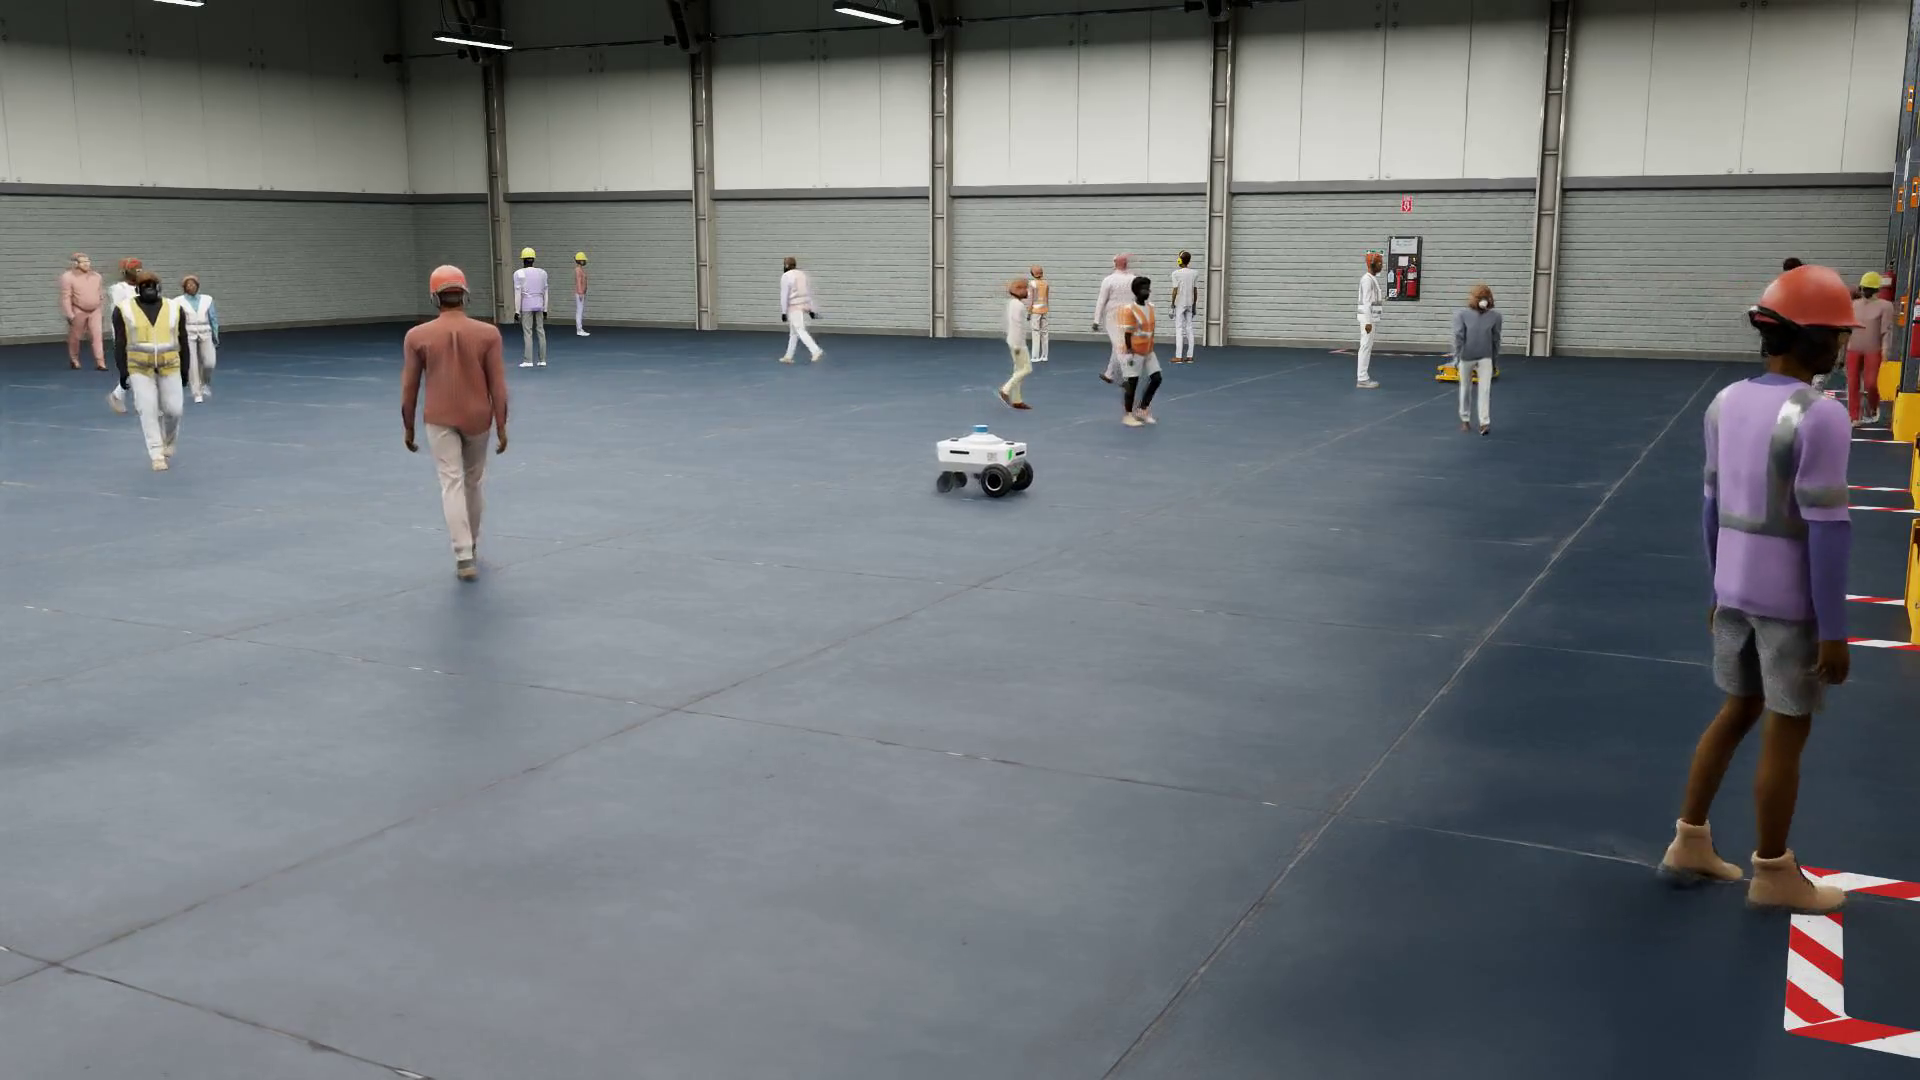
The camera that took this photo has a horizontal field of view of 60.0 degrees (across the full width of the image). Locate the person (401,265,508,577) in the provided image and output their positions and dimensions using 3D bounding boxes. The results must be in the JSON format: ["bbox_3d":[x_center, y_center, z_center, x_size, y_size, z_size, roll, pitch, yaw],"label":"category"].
[{"bbox_3d":[-3.216,-0.763,10.578,0.632,1.933,1.088,-4,11,-22],"label":"person"}]

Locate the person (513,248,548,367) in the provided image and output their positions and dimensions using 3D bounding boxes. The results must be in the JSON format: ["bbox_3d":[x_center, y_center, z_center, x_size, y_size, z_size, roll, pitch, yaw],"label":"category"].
[{"bbox_3d":[-6.949,-3.757,26.930,0.588,1.927,0.370,-10,14,-42],"label":"person"}]

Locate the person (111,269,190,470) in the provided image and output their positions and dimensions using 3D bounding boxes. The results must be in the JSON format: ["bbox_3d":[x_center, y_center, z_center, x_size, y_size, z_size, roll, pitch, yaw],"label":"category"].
[{"bbox_3d":[-7.394,-1.562,15.239,0.631,1.827,0.553,-7,12,-33],"label":"person"}]

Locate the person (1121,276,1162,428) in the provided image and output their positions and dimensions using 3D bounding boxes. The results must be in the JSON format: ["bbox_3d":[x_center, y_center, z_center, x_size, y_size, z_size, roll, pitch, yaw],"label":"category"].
[{"bbox_3d":[2.016,-2.074,18.417,0.547,1.678,0.437,-9,14,-42],"label":"person"}]

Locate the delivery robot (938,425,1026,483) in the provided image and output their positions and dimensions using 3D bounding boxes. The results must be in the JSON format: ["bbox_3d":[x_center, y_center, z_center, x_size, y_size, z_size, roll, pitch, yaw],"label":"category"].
[{"bbox_3d":[0.179,-0.709,13.800,0.707,0.478,0.477,5,12,26],"label":"delivery robot"}]

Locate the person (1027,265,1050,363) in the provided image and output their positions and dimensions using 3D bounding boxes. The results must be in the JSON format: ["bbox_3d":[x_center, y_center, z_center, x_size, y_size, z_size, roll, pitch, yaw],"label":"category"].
[{"bbox_3d":[1.303,-3.791,27.906,0.513,1.638,0.313,-10,15,-44],"label":"person"}]

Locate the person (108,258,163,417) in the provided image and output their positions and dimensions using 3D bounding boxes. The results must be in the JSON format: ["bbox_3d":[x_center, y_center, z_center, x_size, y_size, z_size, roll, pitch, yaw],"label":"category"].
[{"bbox_3d":[-9.676,-2.356,19.445,0.488,1.871,0.607,1,10,6],"label":"person"}]

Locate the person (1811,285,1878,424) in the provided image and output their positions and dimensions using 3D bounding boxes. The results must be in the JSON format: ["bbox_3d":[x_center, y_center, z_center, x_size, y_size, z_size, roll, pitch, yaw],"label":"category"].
[{"bbox_3d":[10.015,-2.109,18.914,0.782,1.574,0.538,2,11,12],"label":"person"}]

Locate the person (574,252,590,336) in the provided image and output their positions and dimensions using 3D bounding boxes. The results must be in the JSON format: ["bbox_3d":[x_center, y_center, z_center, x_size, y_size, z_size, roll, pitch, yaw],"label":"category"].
[{"bbox_3d":[-8.053,-5.232,35.415,0.310,1.768,0.533,-1,10,-8],"label":"person"}]

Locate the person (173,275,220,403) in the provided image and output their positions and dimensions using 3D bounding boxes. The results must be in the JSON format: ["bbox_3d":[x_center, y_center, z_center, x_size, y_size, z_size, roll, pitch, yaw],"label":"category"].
[{"bbox_3d":[-9.759,-2.569,21.264,0.542,1.624,0.405,-8,13,-36],"label":"person"}]

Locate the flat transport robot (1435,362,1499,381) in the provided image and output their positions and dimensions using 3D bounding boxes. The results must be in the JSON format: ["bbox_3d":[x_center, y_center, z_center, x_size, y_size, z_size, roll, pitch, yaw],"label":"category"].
[{"bbox_3d":[7.513,-2.500,24.596,0.652,0.197,1.431,5,12,27],"label":"flat transport robot"}]

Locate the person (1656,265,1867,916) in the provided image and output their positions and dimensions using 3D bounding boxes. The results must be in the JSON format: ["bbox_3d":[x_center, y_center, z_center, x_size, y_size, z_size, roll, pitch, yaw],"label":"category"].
[{"bbox_3d":[2.576,0.169,5.230,0.399,2.048,0.608,-2,11,-8],"label":"person"}]

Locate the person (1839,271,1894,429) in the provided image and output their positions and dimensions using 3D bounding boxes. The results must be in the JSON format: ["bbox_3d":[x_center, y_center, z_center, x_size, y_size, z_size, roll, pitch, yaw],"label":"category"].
[{"bbox_3d":[9.992,-2.096,18.359,0.476,1.738,0.543,-10,14,-43],"label":"person"}]

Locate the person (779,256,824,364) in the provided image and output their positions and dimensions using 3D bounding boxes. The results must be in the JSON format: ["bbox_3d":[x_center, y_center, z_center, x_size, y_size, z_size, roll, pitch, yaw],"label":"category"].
[{"bbox_3d":[-2.645,-3.821,27.682,0.954,1.795,0.651,6,12,29],"label":"person"}]

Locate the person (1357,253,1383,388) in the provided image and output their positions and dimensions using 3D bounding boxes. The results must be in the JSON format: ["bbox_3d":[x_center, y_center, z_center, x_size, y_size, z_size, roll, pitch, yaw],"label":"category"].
[{"bbox_3d":[5.761,-3.086,23.382,0.340,1.883,0.586,3,11,17],"label":"person"}]

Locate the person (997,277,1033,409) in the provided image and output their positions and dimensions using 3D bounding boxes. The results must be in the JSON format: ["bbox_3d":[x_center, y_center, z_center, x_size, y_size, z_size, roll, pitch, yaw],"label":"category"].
[{"bbox_3d":[0.709,-2.395,20.340,0.382,1.623,0.503,-1,10,-7],"label":"person"}]

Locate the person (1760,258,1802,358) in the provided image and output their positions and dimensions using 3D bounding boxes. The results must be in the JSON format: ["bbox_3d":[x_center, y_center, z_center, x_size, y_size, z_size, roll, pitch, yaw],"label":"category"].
[{"bbox_3d":[9.417,-2.258,18.920,0.610,1.862,1.003,-1,10,-4],"label":"person"}]

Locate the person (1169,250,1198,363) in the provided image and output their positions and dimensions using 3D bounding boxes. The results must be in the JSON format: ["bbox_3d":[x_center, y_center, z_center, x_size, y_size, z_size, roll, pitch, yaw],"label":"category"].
[{"bbox_3d":[3.733,-3.896,27.831,0.521,1.876,0.325,-5,12,-25],"label":"person"}]

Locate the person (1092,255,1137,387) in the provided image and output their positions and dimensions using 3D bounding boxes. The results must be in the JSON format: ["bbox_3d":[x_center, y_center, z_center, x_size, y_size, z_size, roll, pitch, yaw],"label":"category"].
[{"bbox_3d":[2.220,-3.102,23.571,0.646,1.853,1.010,-7,12,-33],"label":"person"}]

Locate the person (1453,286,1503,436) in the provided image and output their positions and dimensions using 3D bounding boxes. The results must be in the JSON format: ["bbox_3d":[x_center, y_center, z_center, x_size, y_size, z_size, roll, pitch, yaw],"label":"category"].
[{"bbox_3d":[5.555,-1.931,17.897,0.505,1.587,0.849,2,11,11],"label":"person"}]

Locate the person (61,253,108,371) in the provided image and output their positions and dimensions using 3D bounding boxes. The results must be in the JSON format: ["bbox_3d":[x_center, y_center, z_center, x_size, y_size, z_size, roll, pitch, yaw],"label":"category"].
[{"bbox_3d":[-13.888,-3.608,26.309,0.955,1.867,0.652,8,13,39],"label":"person"}]
